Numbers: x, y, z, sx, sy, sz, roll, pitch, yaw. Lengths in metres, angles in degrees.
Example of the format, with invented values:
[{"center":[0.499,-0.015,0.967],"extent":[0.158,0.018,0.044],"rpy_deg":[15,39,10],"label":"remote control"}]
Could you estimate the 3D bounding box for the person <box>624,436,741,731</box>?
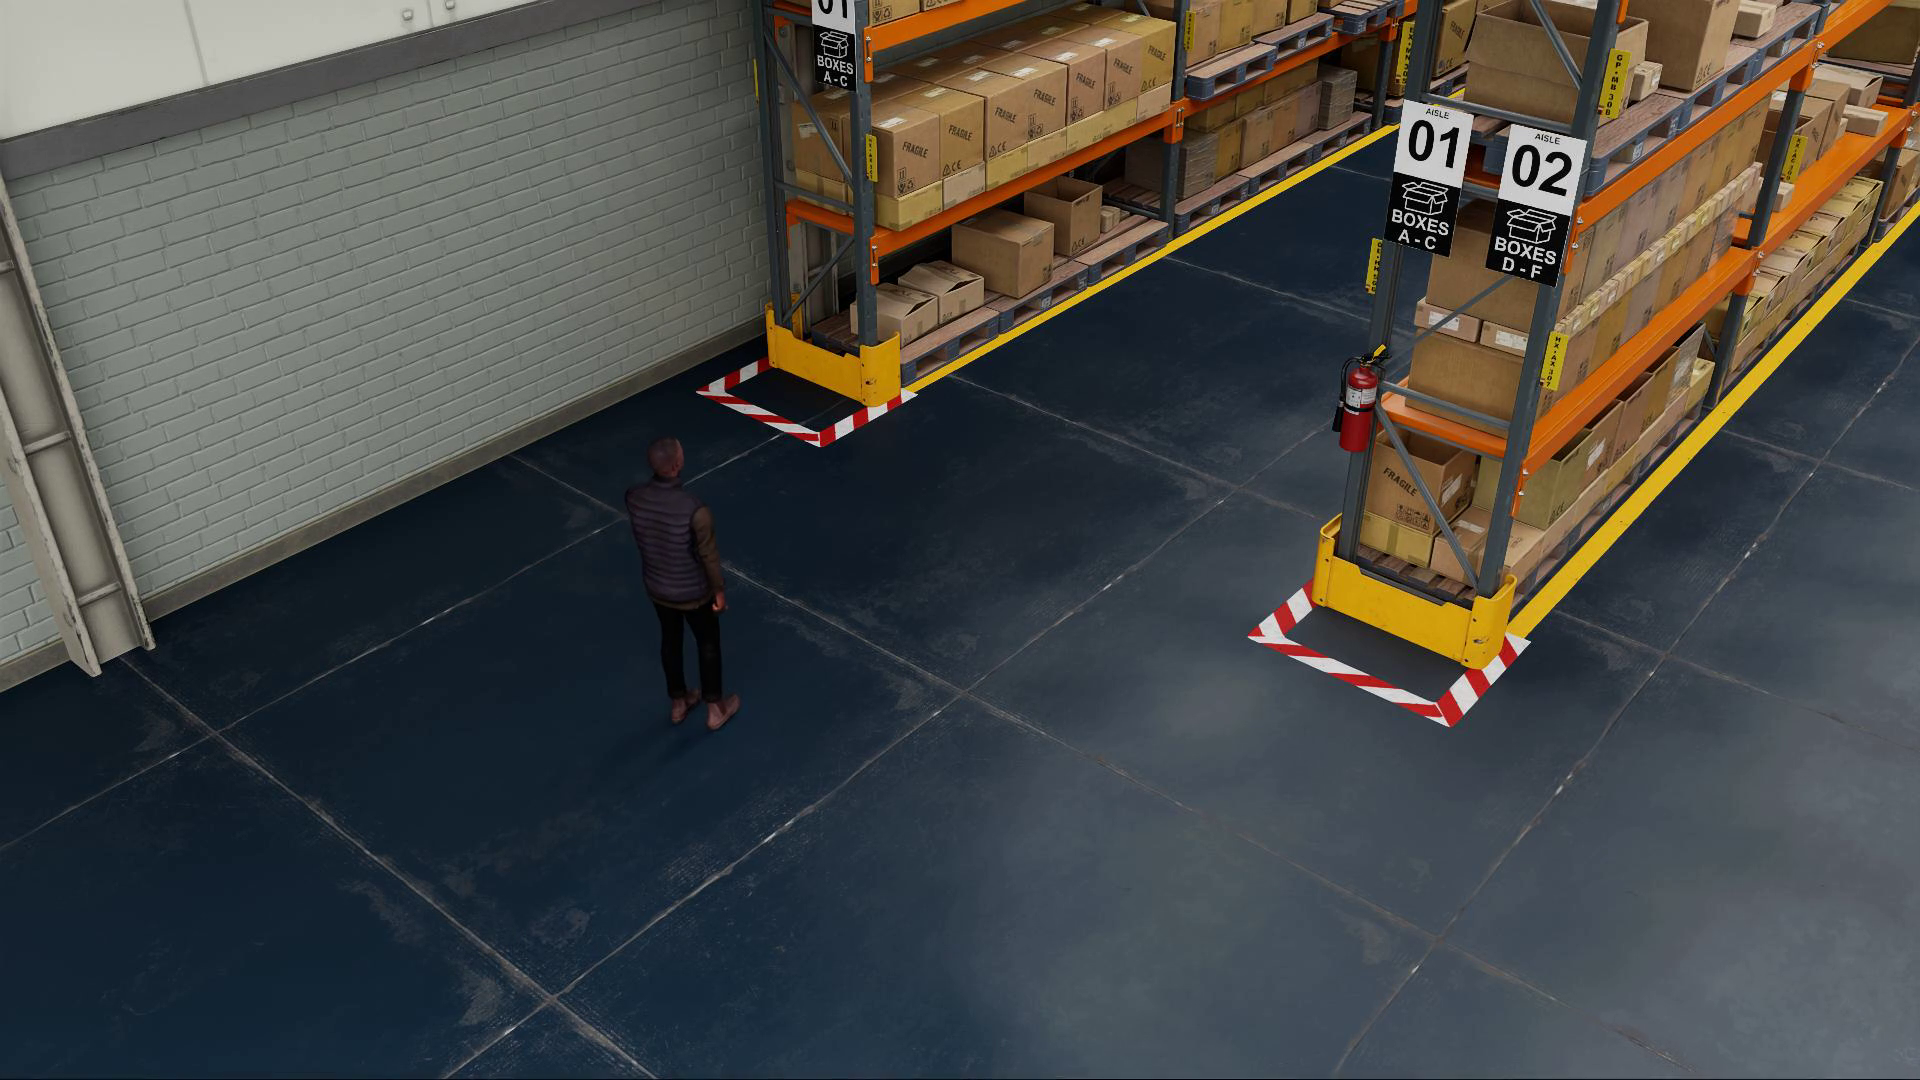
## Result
[{"center":[-1.544,0.252,8.975],"extent":[0.784,1.832,0.737],"rpy_deg":[14,35,20],"label":"person"}]
